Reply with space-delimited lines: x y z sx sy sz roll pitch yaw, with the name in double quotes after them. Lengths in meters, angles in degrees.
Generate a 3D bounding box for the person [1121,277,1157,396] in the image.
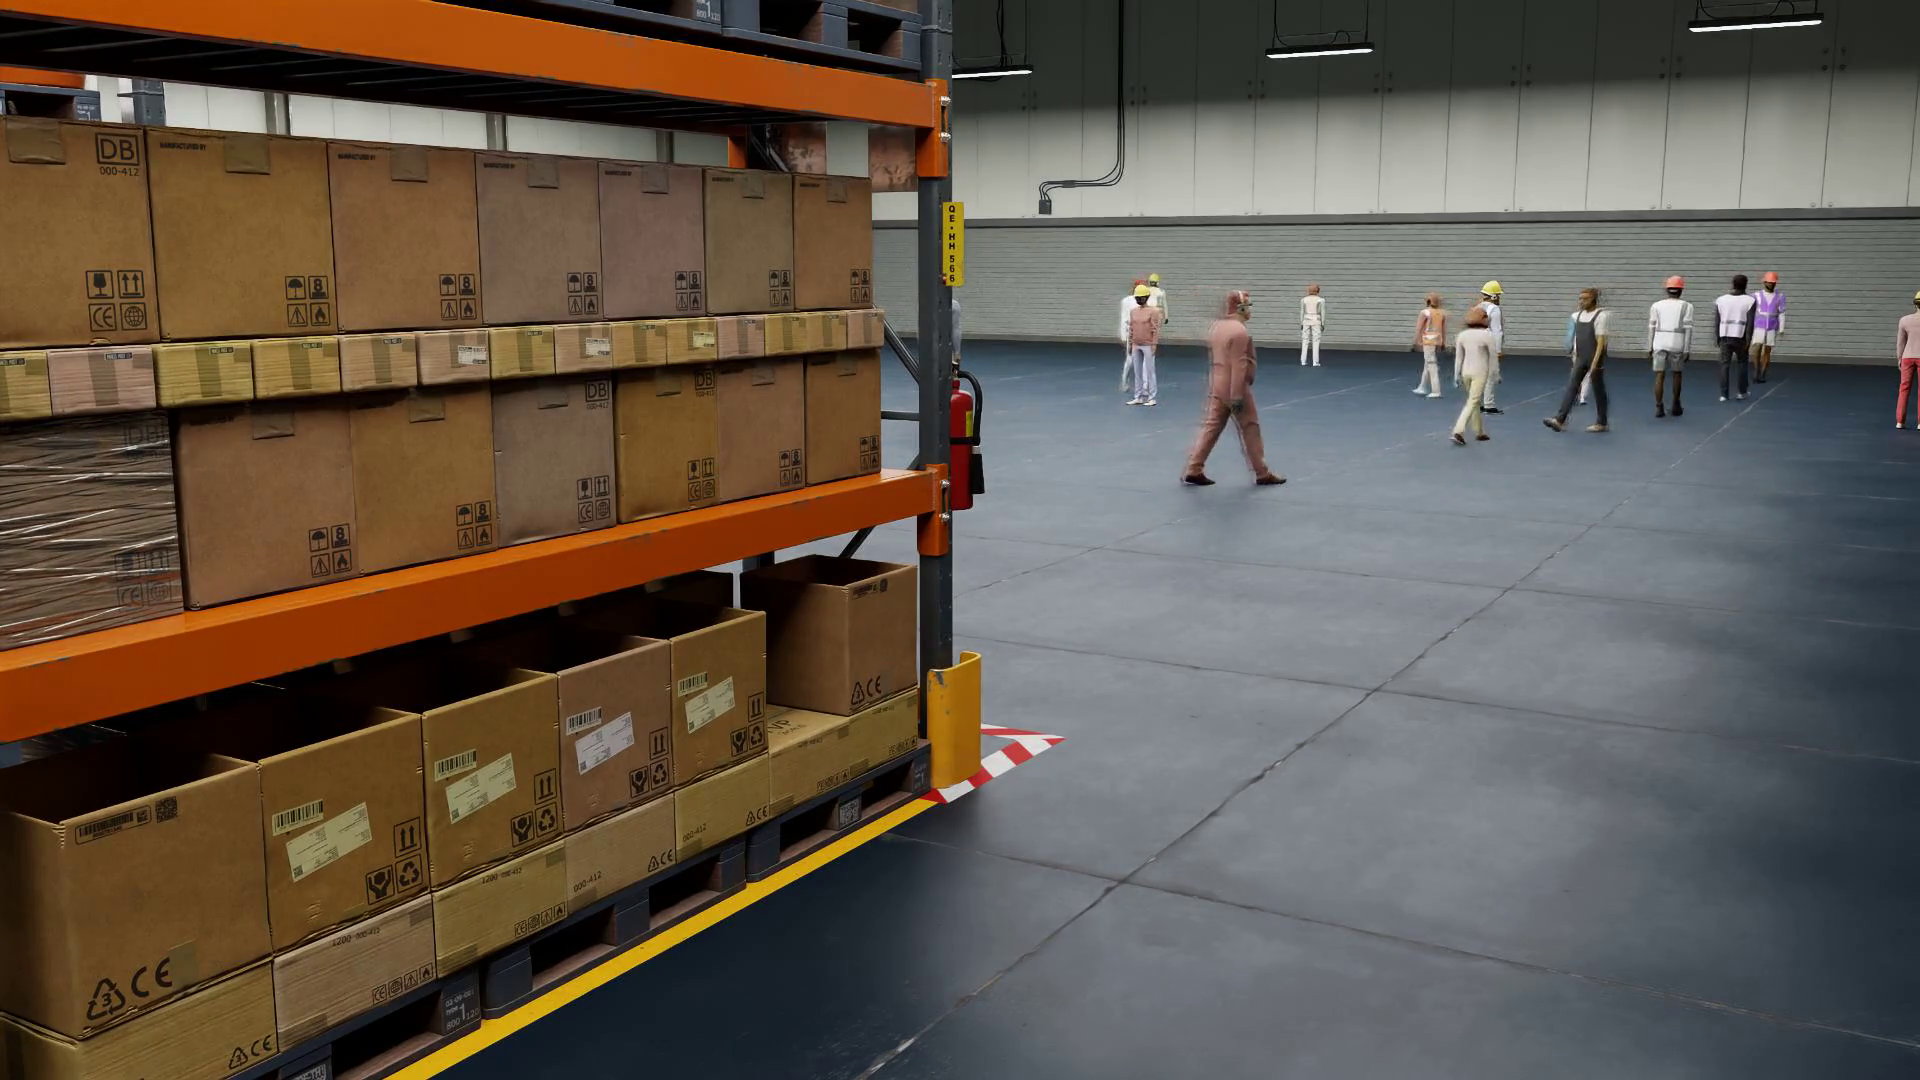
2.789 -3.195 26.085 0.580 1.855 0.825 -2 10 -11 "person"

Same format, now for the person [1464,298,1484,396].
8.127 -3.013 25.727 0.385 1.615 0.496 8 13 41 "person"

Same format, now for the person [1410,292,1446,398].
7.197 -3.007 25.691 0.525 1.605 0.774 -6 12 -33 "person"

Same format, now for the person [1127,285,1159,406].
2.655 -2.829 24.233 0.526 1.761 0.333 9 13 43 "person"

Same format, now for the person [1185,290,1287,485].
2.596 -1.430 15.766 0.980 1.860 0.659 -3 10 -14 "person"

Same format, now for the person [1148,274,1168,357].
4.228 -4.874 36.143 0.606 1.781 0.907 5 11 25 "person"

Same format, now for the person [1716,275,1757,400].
11.800 -3.070 25.279 0.598 1.883 0.879 8 12 39 "person"

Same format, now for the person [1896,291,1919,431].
11.998 -2.249 20.810 0.309 1.769 0.524 -8 12 -38 "person"

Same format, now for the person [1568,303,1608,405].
9.284 -2.812 24.582 0.543 1.589 0.849 5 11 27 "person"

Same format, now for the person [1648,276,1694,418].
9.663 -2.629 22.625 0.566 1.896 0.881 6 11 31 "person"

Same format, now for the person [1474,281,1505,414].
7.300 -2.649 22.954 0.403 1.834 0.588 -3 10 -17 "person"

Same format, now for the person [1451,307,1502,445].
5.958 -1.901 19.278 0.853 1.592 0.500 -7 12 -34 "person"

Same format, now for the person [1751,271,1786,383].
13.817 -3.634 28.469 0.580 1.914 0.682 3 10 17 "person"

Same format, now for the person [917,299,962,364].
-0.257 -2.408 21.250 0.628 1.937 0.378 6 11 32 "person"

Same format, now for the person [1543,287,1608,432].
7.637 -2.194 20.398 0.974 1.791 0.534 -4 11 -25 "person"

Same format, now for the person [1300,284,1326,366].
6.978 -4.249 32.922 0.509 1.629 0.314 6 11 30 "person"
